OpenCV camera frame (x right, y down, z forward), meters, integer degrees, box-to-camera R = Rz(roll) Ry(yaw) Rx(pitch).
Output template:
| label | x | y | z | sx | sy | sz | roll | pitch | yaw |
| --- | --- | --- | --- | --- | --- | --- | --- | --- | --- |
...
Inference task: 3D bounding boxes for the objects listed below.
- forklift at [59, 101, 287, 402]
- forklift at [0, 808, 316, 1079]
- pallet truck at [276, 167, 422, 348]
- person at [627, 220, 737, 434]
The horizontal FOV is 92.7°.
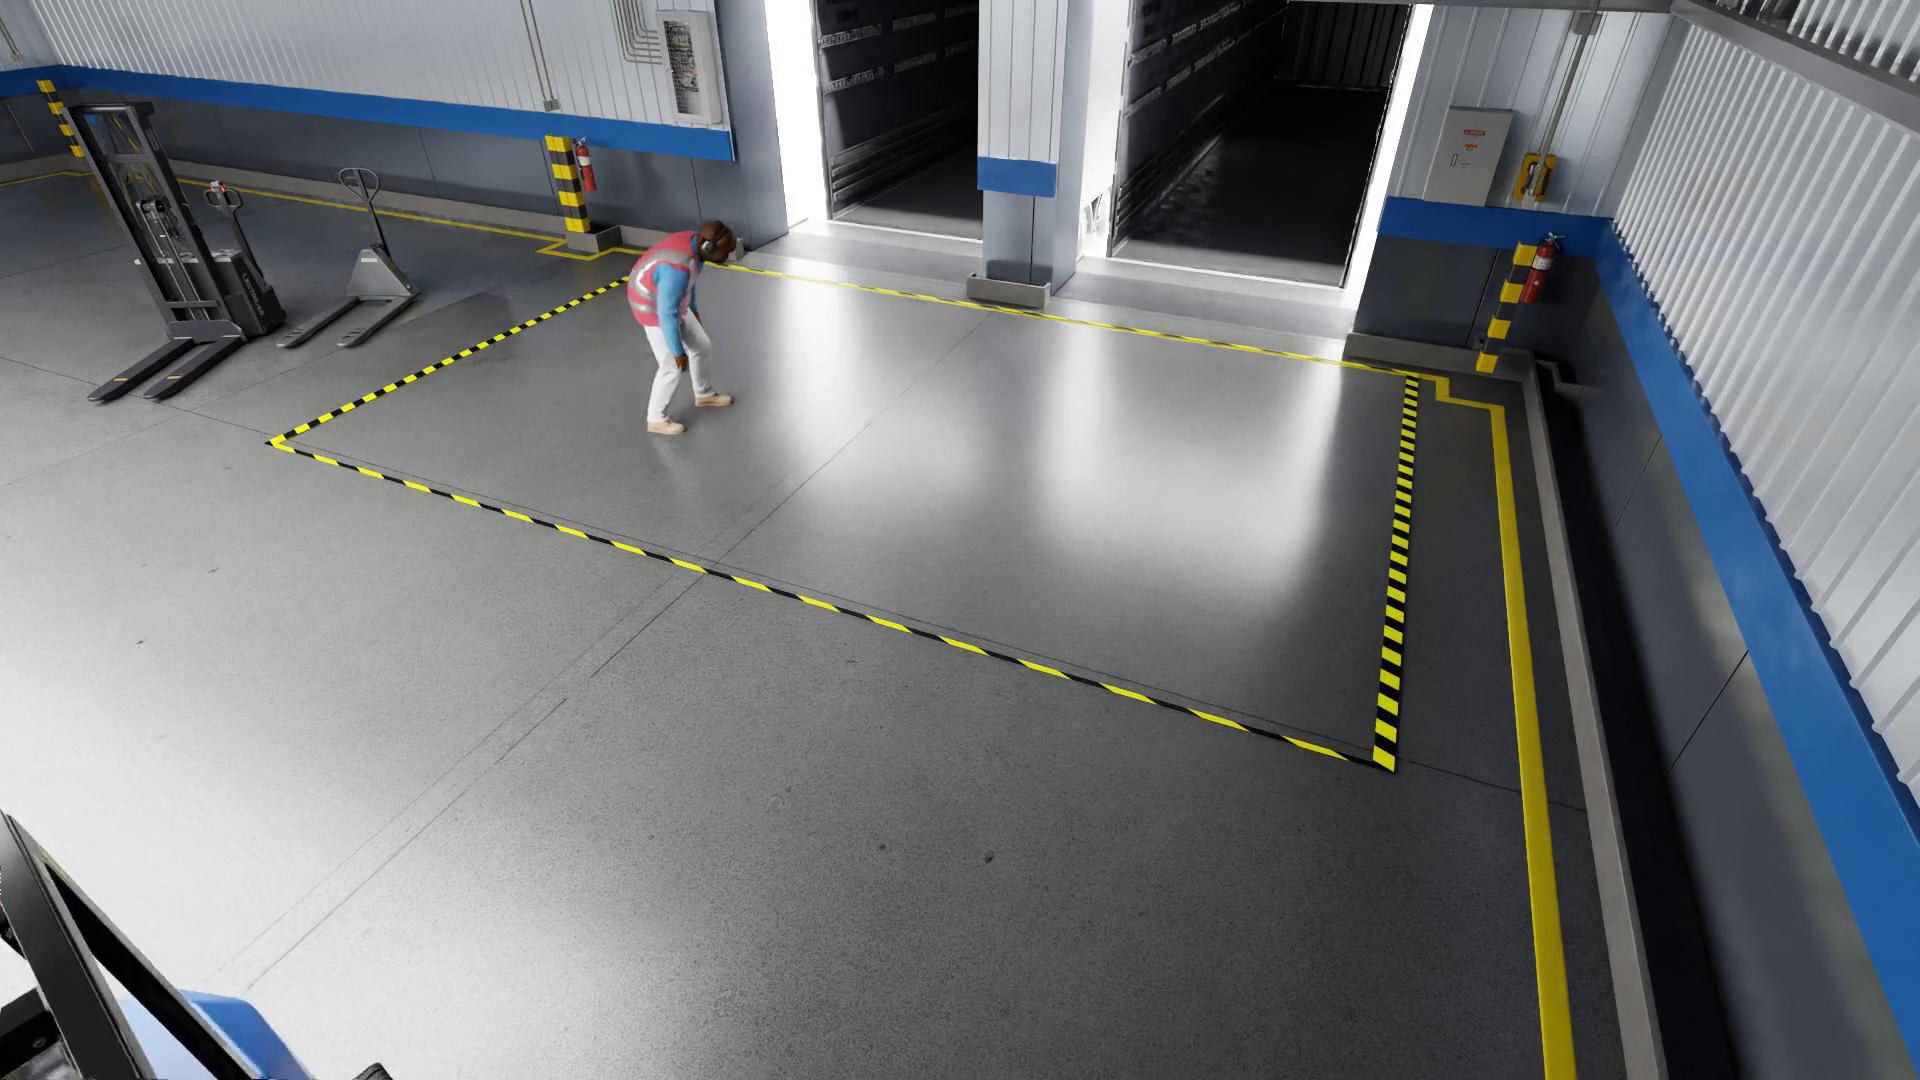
| label | x | y | z | sx | sy | sz | roll | pitch | yaw |
| --- | --- | --- | --- | --- | --- | --- | --- | --- | --- |
| forklift | -6.686 | -2.387 | 7.434 | 0.823 | 1.965 | 1.885 | -3 | 35 | -5 |
| forklift | -1.341 | 1.640 | 1.364 | 2.680 | 2.036 | 1.157 | 24 | 42 | 30 |
| pallet truck | -5.732 | -2.611 | 8.414 | 0.680 | 1.201 | 1.601 | -1 | 35 | -1 |
| person | -1.945 | -1.543 | 6.651 | 0.835 | 1.528 | 0.781 | 0 | 35 | 0 |
